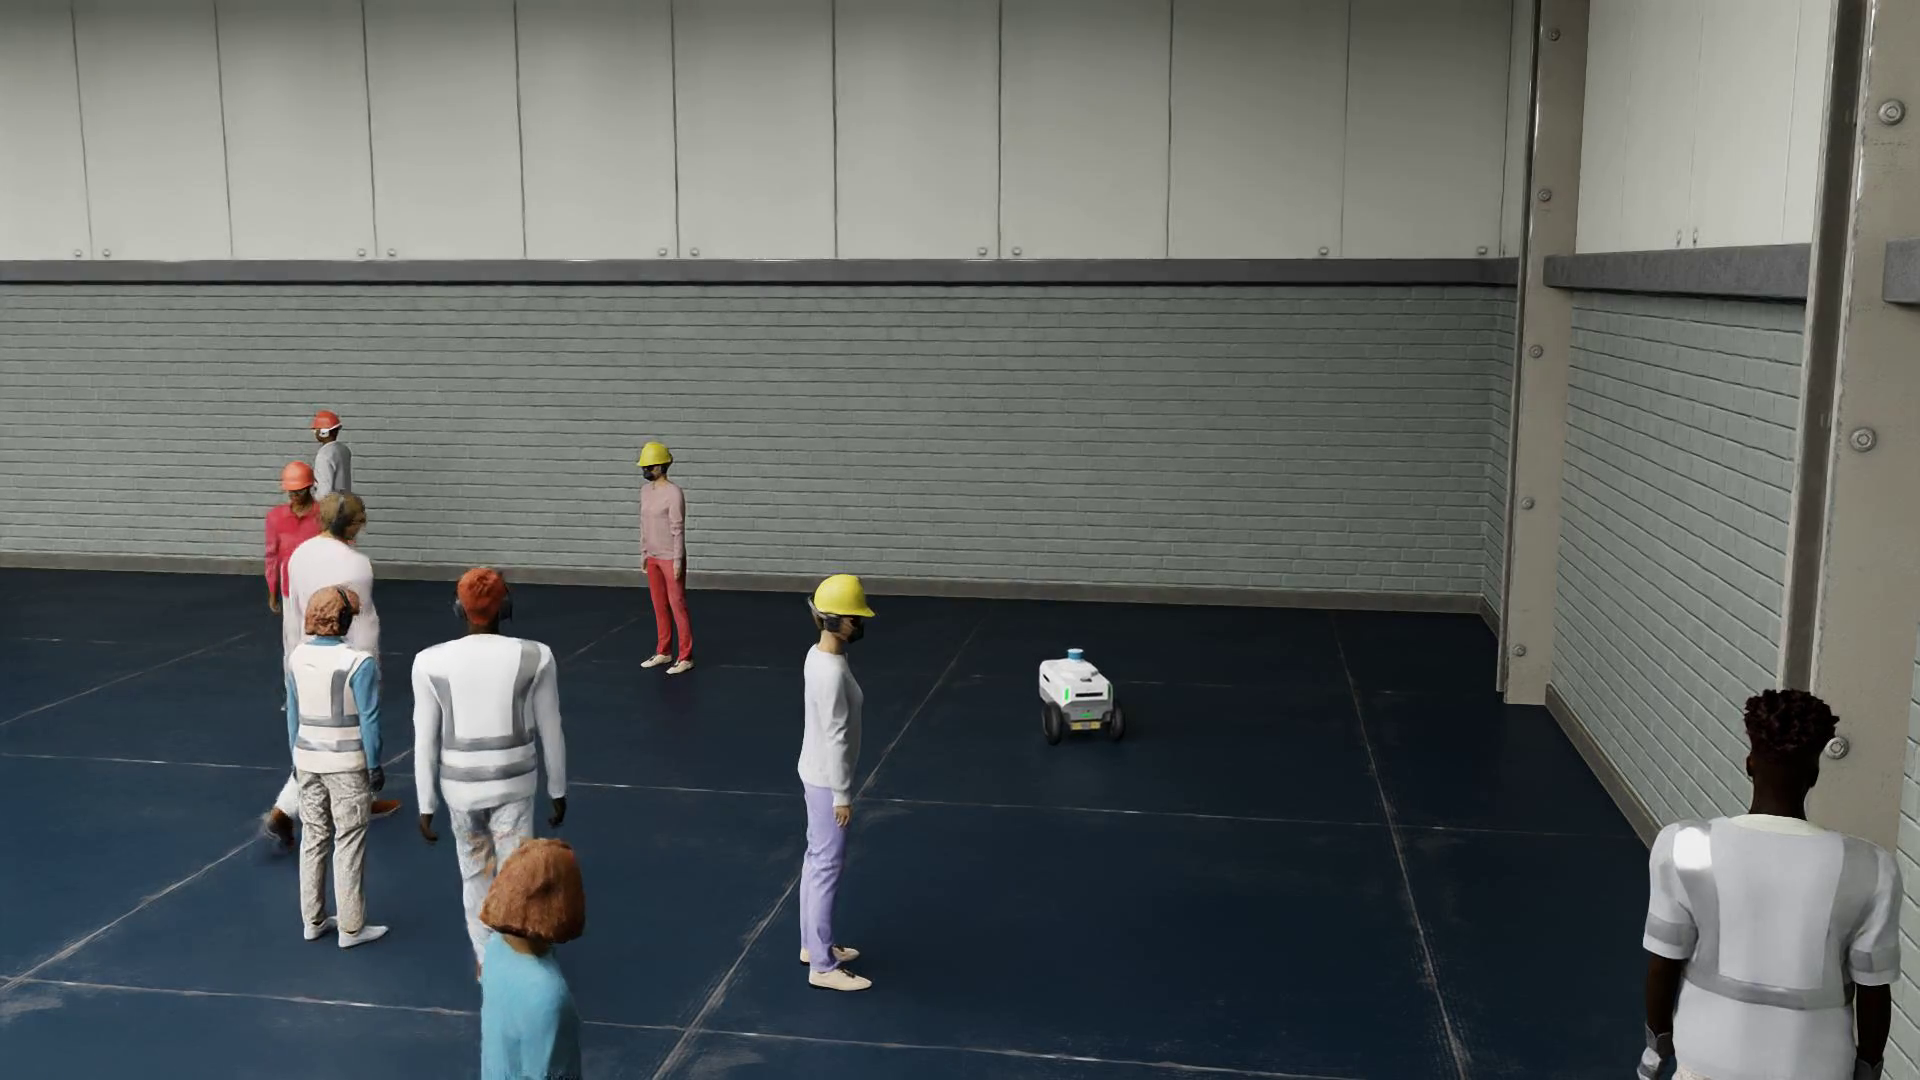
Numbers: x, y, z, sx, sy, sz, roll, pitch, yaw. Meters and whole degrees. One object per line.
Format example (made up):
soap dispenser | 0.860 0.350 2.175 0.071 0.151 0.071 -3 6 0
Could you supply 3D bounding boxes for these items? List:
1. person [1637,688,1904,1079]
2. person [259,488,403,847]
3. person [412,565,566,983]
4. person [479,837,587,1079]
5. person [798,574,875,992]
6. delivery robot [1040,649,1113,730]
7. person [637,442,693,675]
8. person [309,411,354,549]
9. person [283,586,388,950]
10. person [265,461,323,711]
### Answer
person | 2.114 1.351 4.394 0.607 1.966 0.367 4 10 22
person | -3.360 0.672 8.790 0.643 1.907 0.862 7 12 37
person | -1.906 1.028 6.763 0.586 1.855 0.918 -2 9 -11
person | -1.024 1.545 4.294 0.574 1.613 0.510 -6 11 -32
person | -0.522 1.016 7.080 0.328 1.765 0.532 -2 9 -11
delivery robot | 0.755 0.955 10.885 0.477 0.478 0.707 -2 9 -10
person | -2.255 0.134 12.553 0.351 1.759 0.523 -9 13 -43
person | -5.795 -0.318 15.341 0.326 1.752 0.559 0 9 -1
person | -2.819 1.018 7.503 0.514 1.629 0.324 4 10 24
person | -4.494 0.321 11.437 0.571 1.743 0.352 0 9 0
